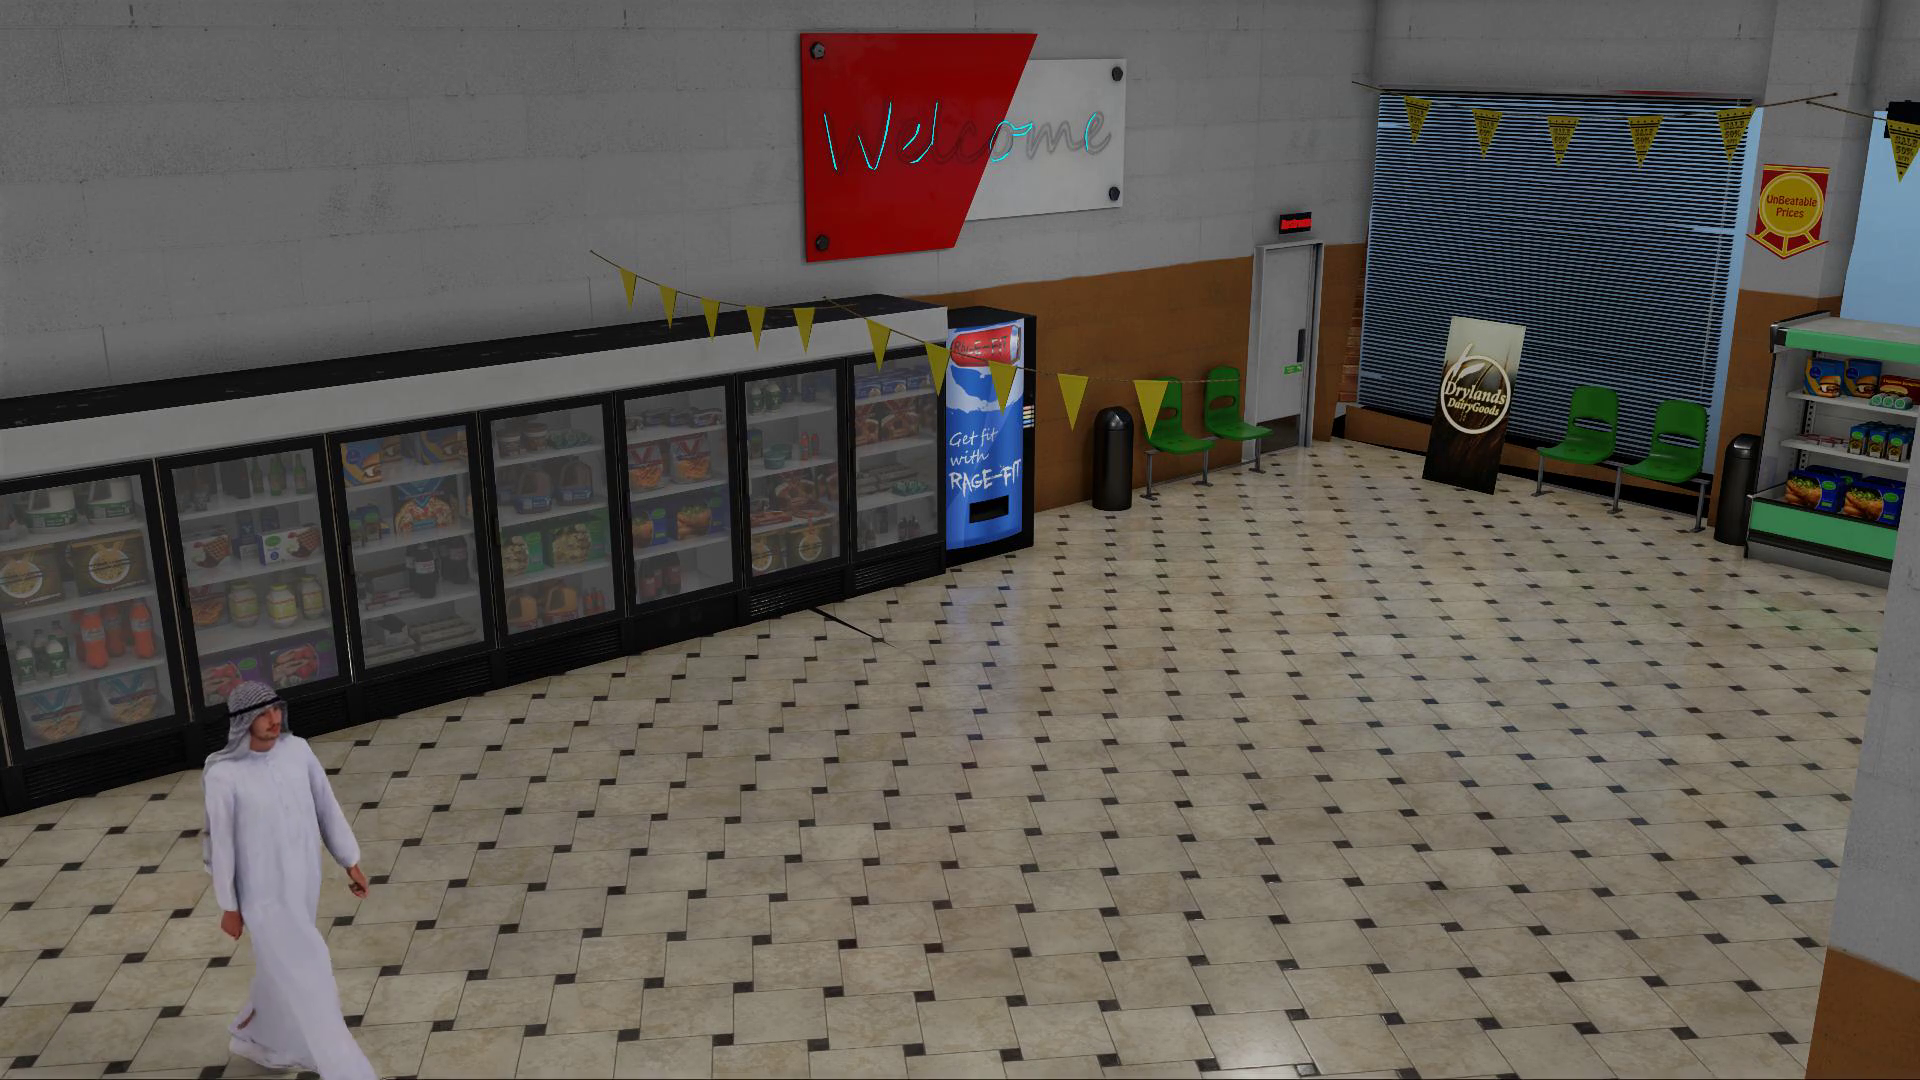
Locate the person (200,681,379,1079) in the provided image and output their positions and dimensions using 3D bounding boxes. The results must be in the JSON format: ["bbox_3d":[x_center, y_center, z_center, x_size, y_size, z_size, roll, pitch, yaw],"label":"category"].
[{"bbox_3d":[-2.960,1.486,7.087,1.364,1.877,1.080,7,18,22],"label":"person"}]
